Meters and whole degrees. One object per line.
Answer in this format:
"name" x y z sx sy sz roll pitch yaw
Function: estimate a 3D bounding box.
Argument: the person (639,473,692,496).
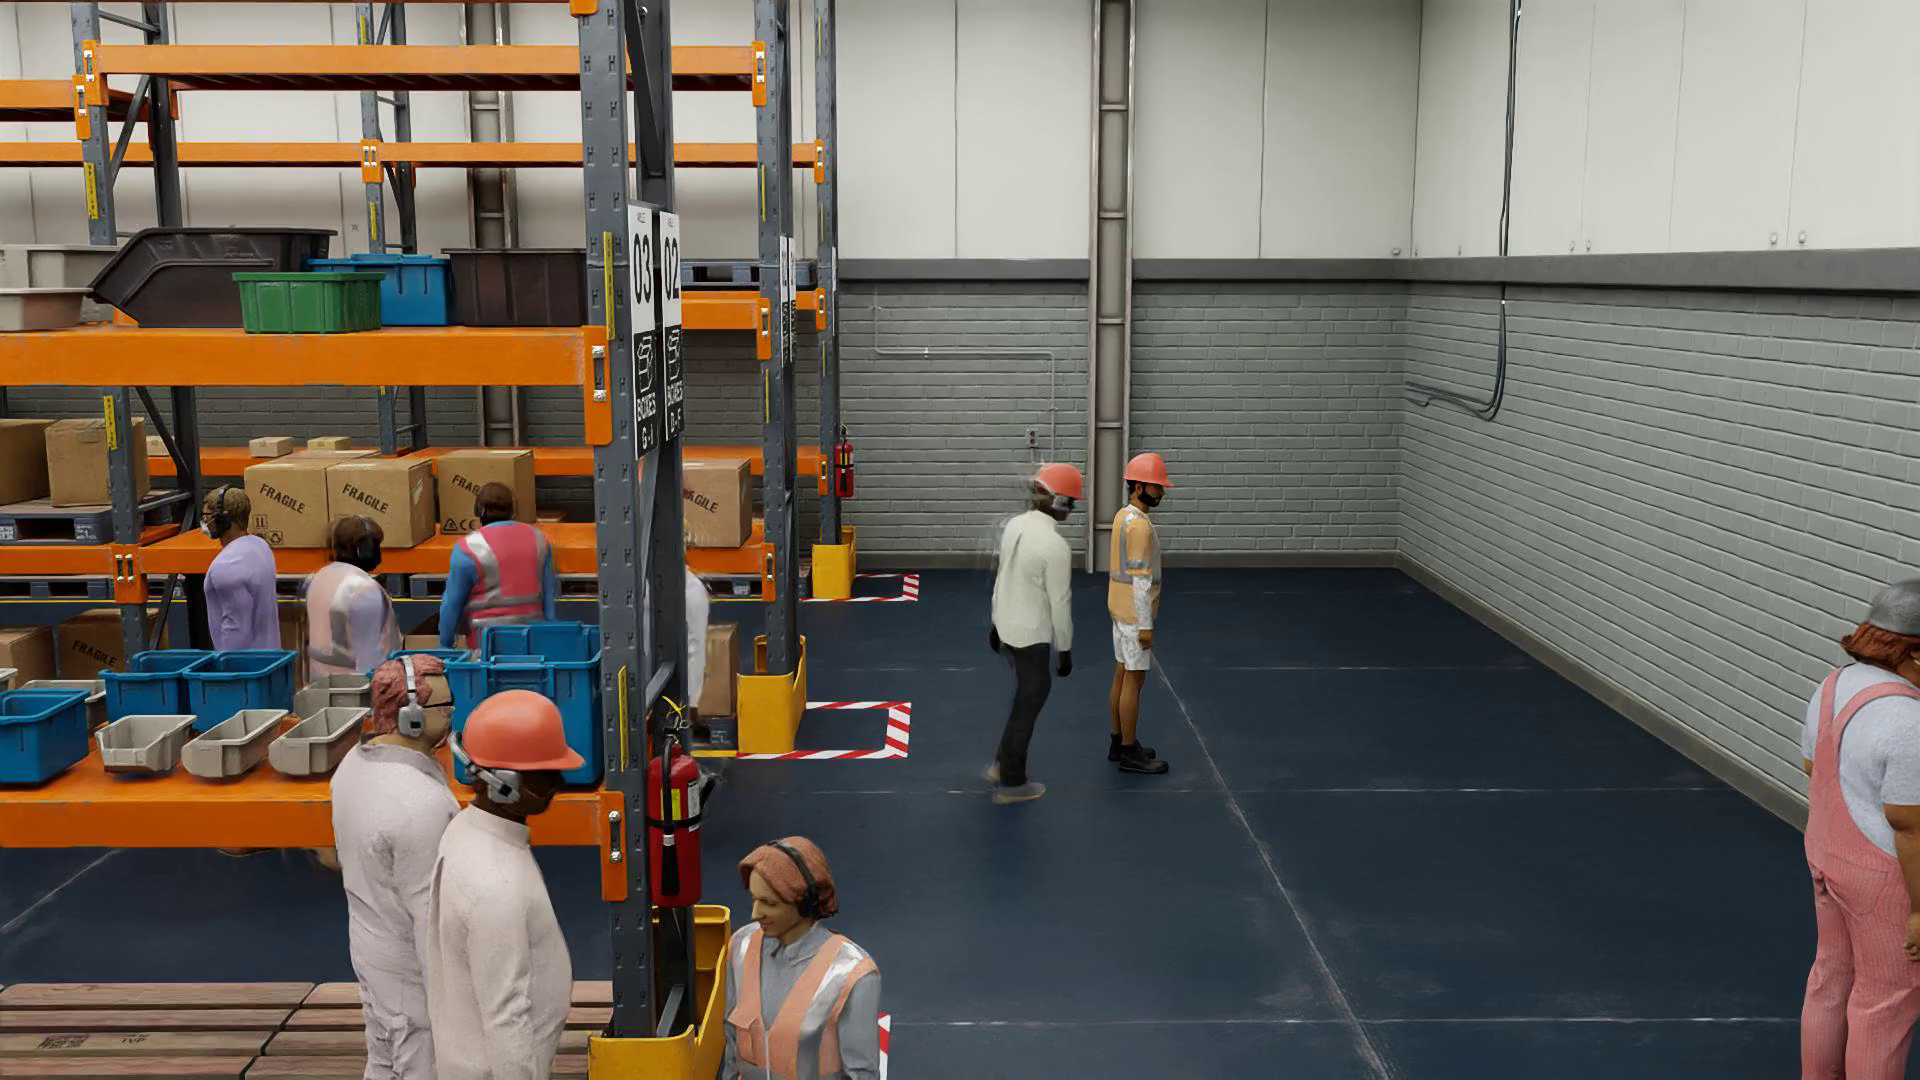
"person" -1.701 0.535 9.381 0.444 1.961 0.634 -1 9 -4

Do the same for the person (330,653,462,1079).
"person" -1.616 1.278 5.002 0.403 1.906 0.651 -7 12 -37

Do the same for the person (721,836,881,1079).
"person" -0.402 1.539 4.245 0.525 1.631 0.320 7 12 37

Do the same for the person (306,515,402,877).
"person" -3.042 0.789 8.264 0.546 1.811 0.650 -9 13 -43

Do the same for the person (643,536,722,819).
"person" -1.477 0.736 8.604 0.538 1.811 0.590 -9 13 -44

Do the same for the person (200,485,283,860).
"person" -3.689 0.676 8.593 0.354 1.937 0.635 -1 9 -8

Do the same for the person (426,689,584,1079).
"person" -1.157 1.353 4.316 0.404 1.982 0.628 -3 10 -20

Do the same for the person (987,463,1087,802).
"person" 0.438 0.536 9.426 0.542 1.947 0.657 -4 10 -24

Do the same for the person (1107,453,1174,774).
"person" 1.086 0.437 10.075 0.376 1.933 0.545 -1 9 -4

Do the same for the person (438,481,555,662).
"person" -2.744 0.562 9.639 0.722 1.819 0.652 7 12 37
